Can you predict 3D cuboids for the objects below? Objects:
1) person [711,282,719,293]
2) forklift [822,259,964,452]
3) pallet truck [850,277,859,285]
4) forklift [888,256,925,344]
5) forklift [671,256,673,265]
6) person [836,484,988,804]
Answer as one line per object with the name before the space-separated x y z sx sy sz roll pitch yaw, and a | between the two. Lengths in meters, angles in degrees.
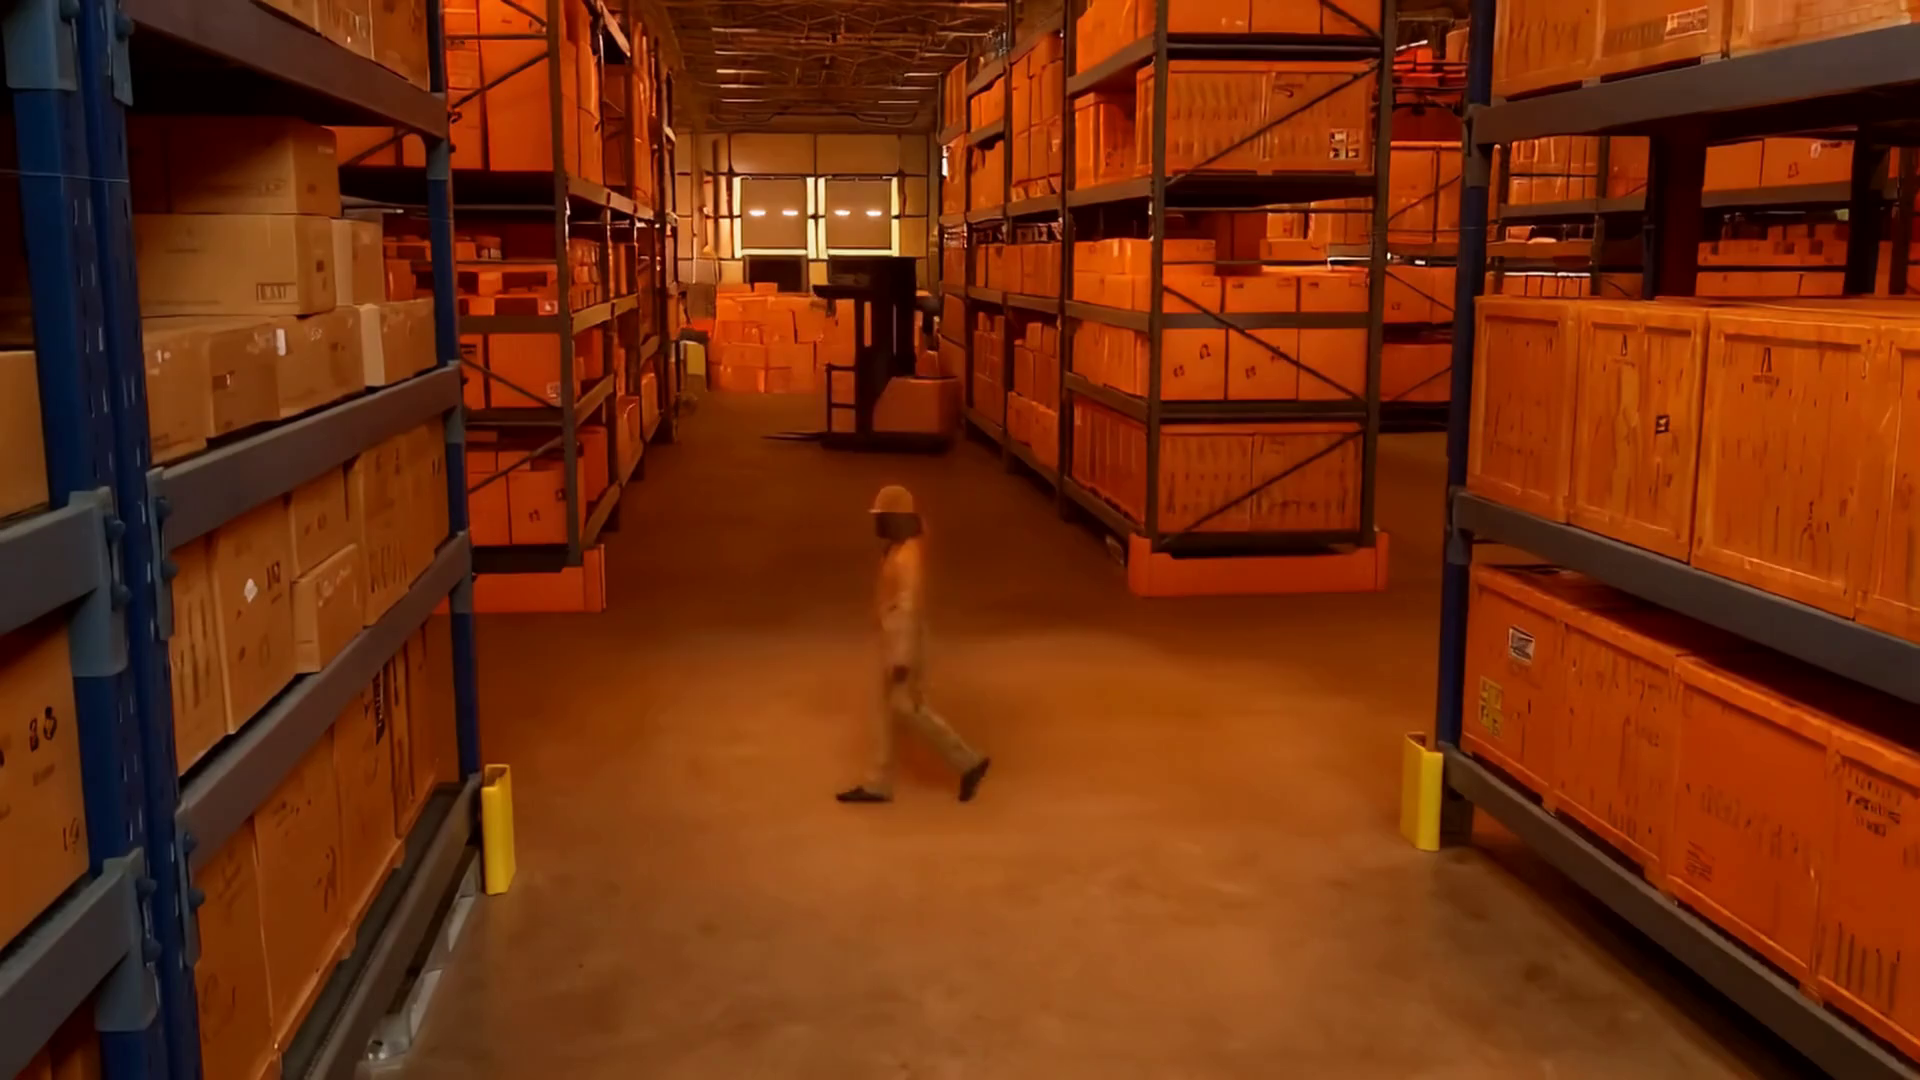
person | -8.956 -8.395 60.303 0.923 1.889 0.595 2 10 10
forklift | -0.972 -2.768 24.679 1.873 2.768 1.129 4 11 22
pallet truck | -3.782 -9.391 65.808 1.885 1.965 0.823 2 10 10
forklift | -1.828 -7.711 53.455 1.129 2.768 1.873 -2 10 -13
forklift | -10.987 -9.066 61.344 1.129 2.768 1.873 -1 10 -7
person | -0.255 0.558 8.692 0.732 1.716 0.493 -1 10 -8
